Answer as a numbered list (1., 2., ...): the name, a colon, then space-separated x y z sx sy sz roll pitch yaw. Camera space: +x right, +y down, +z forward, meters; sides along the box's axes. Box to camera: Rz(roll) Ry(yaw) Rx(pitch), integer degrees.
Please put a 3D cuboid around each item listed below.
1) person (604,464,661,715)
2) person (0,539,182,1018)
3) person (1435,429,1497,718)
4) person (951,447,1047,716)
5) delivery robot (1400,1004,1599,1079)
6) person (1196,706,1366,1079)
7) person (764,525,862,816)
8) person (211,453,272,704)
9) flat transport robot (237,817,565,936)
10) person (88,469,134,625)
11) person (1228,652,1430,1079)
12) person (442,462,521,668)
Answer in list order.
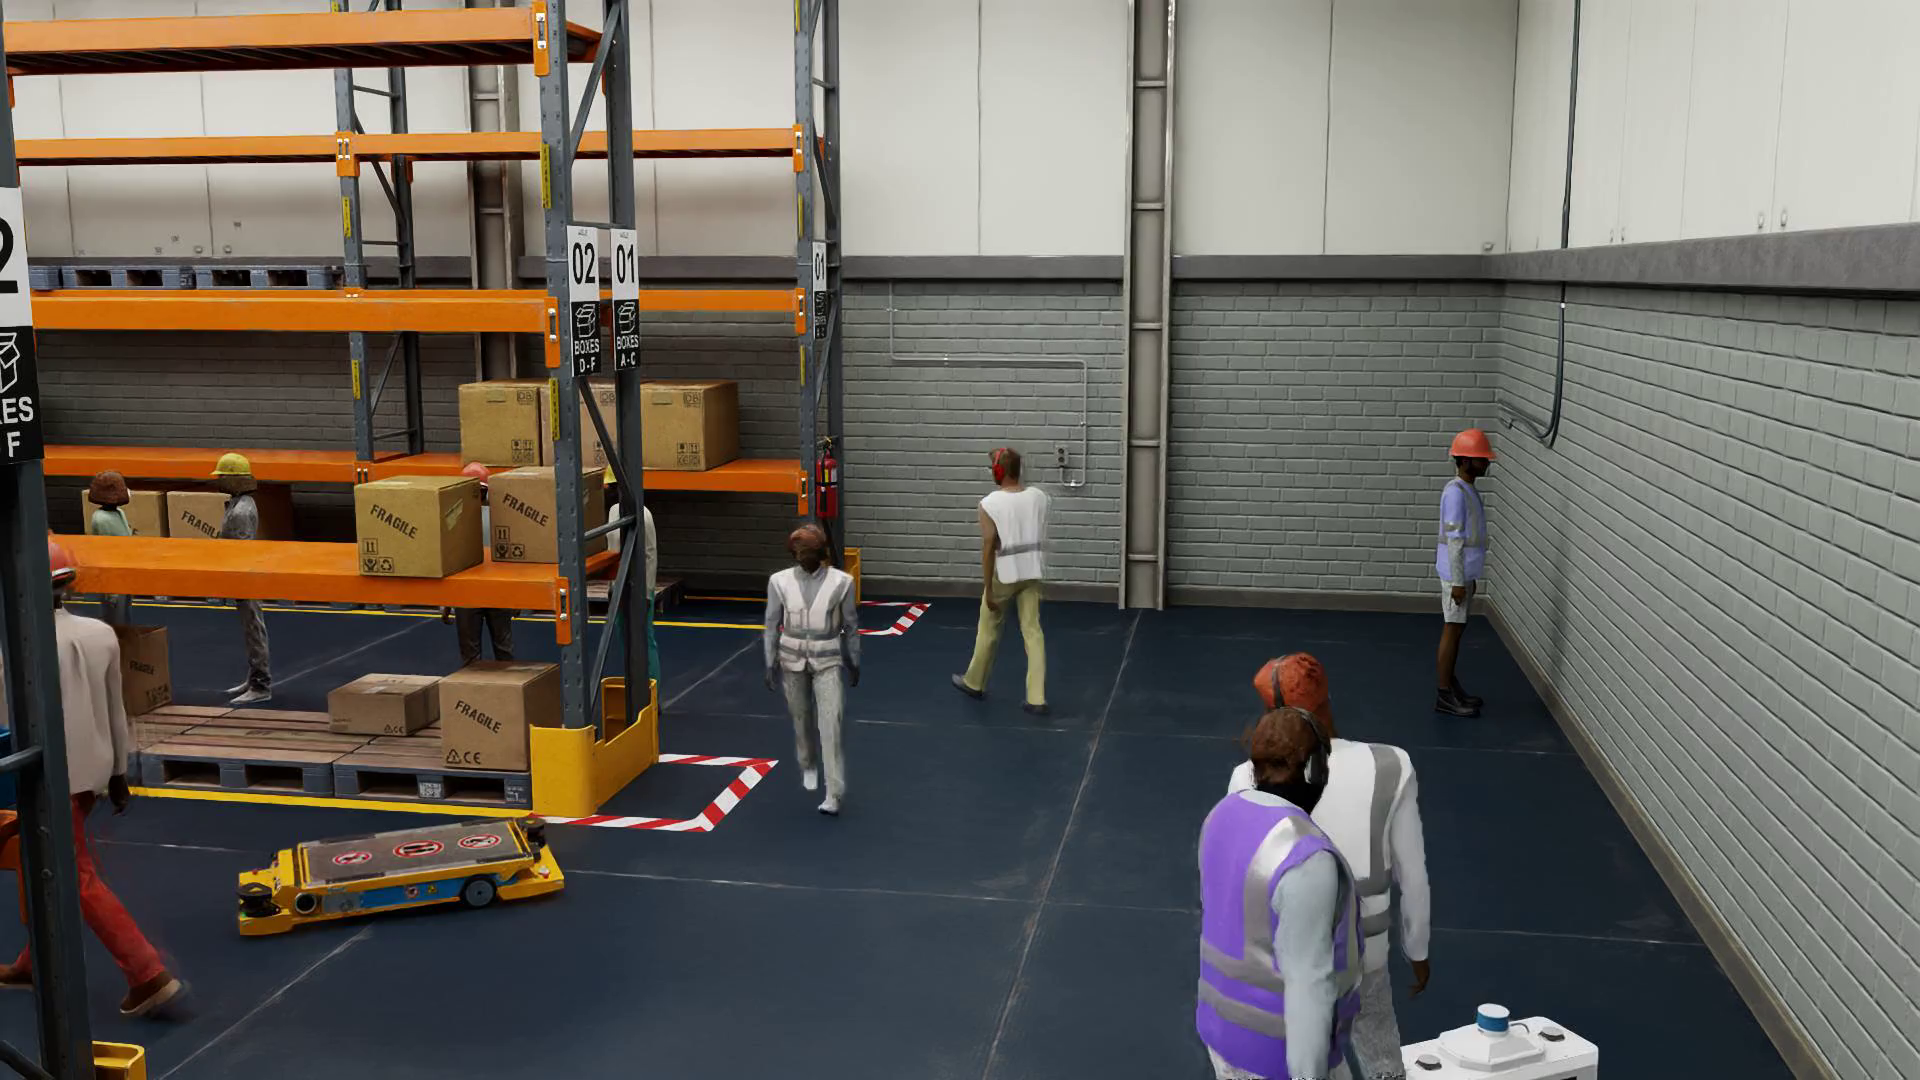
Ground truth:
1. person: -2.220 0.325 11.118 0.326 1.767 0.533 -8 12 -39
2. person: -3.580 0.953 6.667 0.995 1.956 0.624 2 9 14
3. person: 3.414 0.216 11.262 0.357 1.938 0.543 4 10 23
4. person: 0.310 0.261 11.405 0.567 1.801 0.905 -5 11 -30
5. delivery robot: 1.760 1.785 5.516 0.707 0.478 0.477 -4 10 -23
6. person: 0.930 1.365 4.557 0.604 1.805 0.685 -3 10 -16
7. person: -0.825 0.704 9.326 0.524 1.590 0.822 1 9 6
8. person: -5.000 0.264 11.567 0.296 1.744 0.484 -4 10 -23
9. flat transport robot: -2.670 1.581 7.948 1.431 0.197 0.652 -4 10 -23
10. person: -5.833 0.325 11.517 0.272 1.635 0.507 -2 9 -13
11. person: 1.132 1.253 5.125 0.637 1.850 0.389 1 9 6
12. person: -3.138 0.364 10.914 0.562 1.752 0.324 -6 11 -32
